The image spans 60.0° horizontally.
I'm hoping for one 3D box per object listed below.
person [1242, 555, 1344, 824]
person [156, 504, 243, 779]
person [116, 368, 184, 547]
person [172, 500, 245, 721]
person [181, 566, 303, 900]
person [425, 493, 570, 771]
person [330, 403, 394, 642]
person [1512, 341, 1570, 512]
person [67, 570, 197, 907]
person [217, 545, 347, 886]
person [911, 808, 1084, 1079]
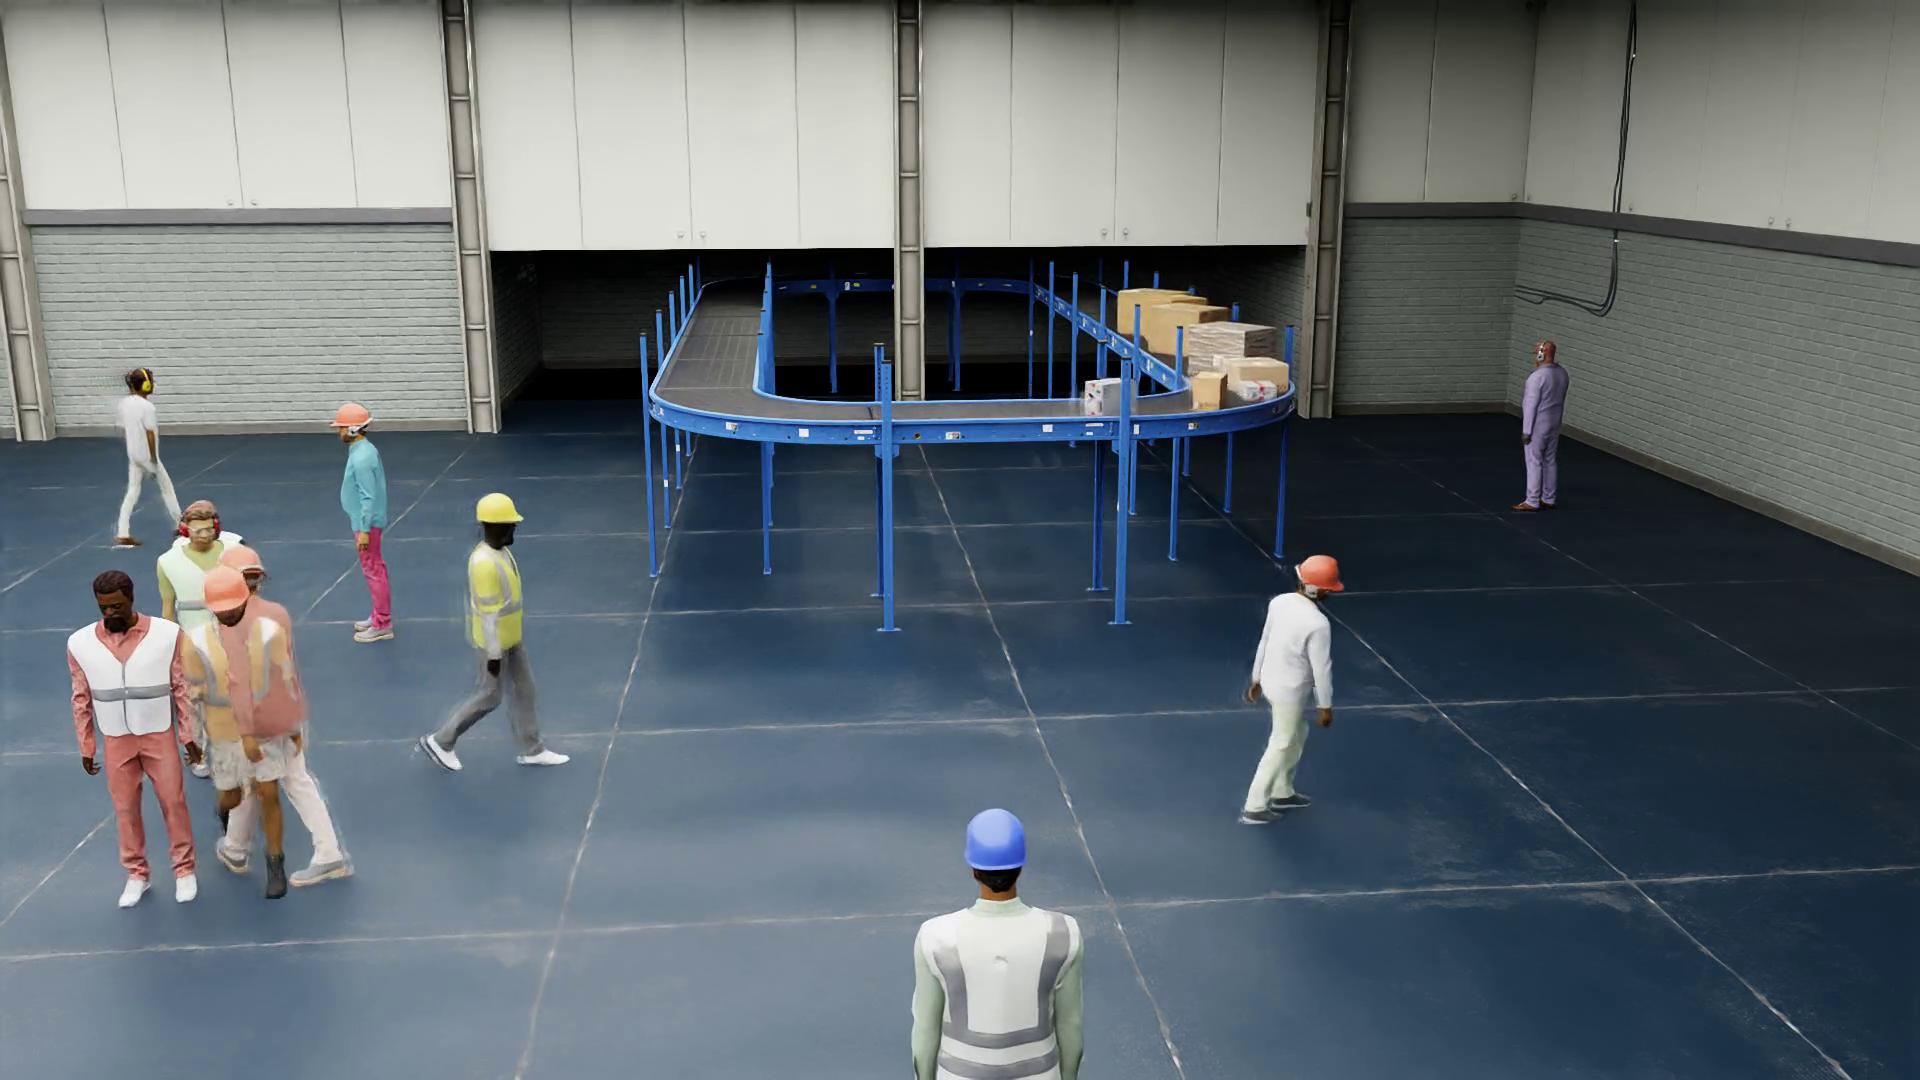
[{"bbox_3d":[2.029,0.913,10.168,0.646,1.707,0.581,-4,15,-14],"label":"person"},{"bbox_3d":[-4.957,0.647,10.990,0.566,1.836,0.389,-13,19,-42],"label":"person"},{"bbox_3d":[-8.339,-0.855,17.032,0.537,1.823,0.972,6,15,24],"label":"person"},{"bbox_3d":[-5.354,0.504,11.968,0.530,1.629,0.357,-3,14,-12],"label":"person"},{"bbox_3d":[-4.041,1.018,9.370,0.583,1.906,0.749,-7,16,-27],"label":"person"},{"bbox_3d":[-3.108,0.619,10.974,0.852,1.902,0.595,-1,14,-5],"label":"person"},{"bbox_3d":[-4.963,-0.150,13.846,0.392,1.992,0.623,-4,15,-16],"label":"person"},{"bbox_3d":[6.467,-1.271,18.531,0.639,1.900,0.401,-10,17,-35],"label":"person"},{"bbox_3d":[-4.520,1.075,9.134,0.597,1.907,0.407,-4,15,-17],"label":"person"},{"bbox_3d":[-3.937,1.003,9.401,0.863,1.926,0.639,5,15,19],"label":"person"},{"bbox_3d":[0.132,1.878,5.862,0.604,1.938,0.426,-1,14,-5],"label":"person"}]
